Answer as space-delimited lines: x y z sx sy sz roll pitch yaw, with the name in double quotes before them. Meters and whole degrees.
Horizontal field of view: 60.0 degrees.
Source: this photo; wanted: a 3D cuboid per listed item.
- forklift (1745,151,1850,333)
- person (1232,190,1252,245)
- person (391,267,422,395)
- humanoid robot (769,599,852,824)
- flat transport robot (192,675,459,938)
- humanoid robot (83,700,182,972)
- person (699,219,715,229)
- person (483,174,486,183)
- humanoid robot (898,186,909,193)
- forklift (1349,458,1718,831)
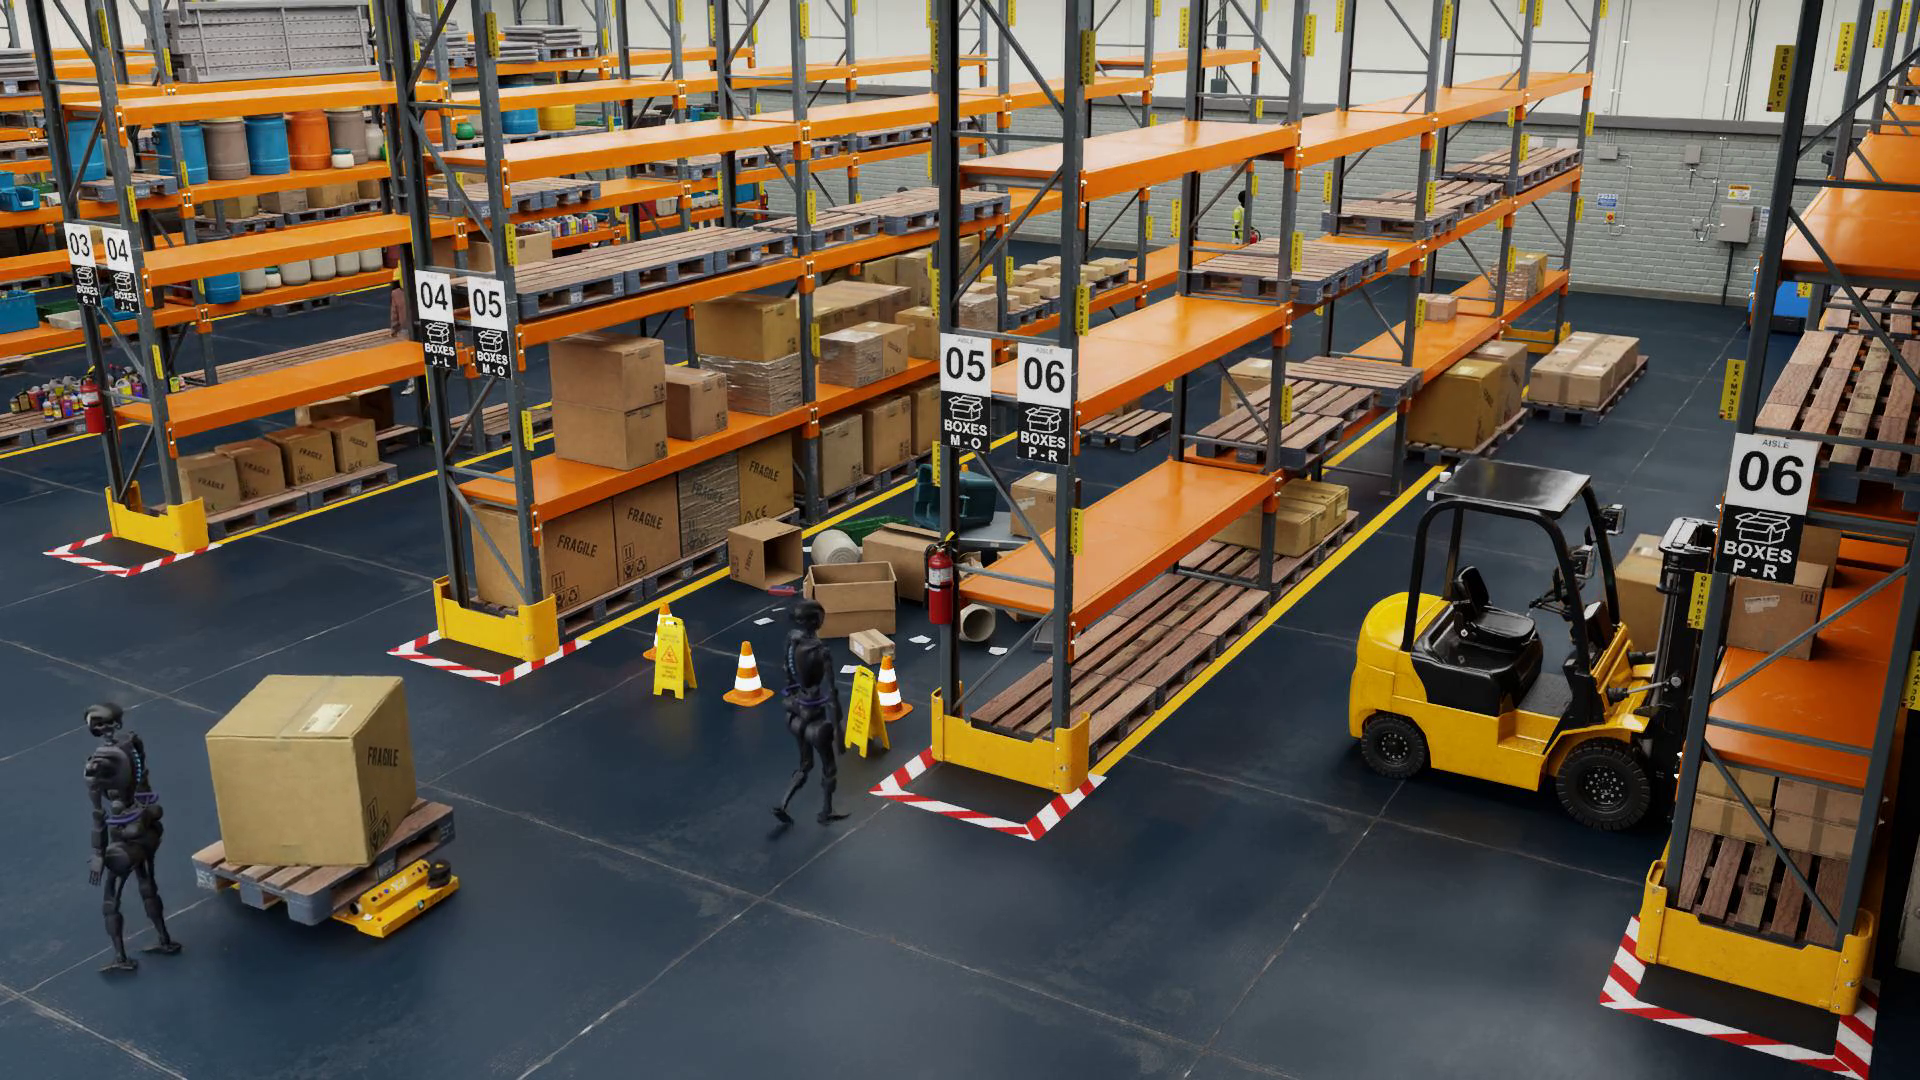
"forklift" 13.620 -4.667 26.137 1.873 2.768 1.129 11 22 29
"person" 5.163 -5.552 30.478 0.316 1.696 0.540 12 22 31
"person" -7.485 -2.913 22.793 0.528 1.737 0.783 9 21 24
"humanoid robot" -1.019 1.169 11.126 0.567 1.648 0.611 -16 25 -38
"flat transport robot" -3.949 2.117 10.493 1.431 0.231 0.659 9 21 25
"humanoid robot" -4.841 1.681 9.591 0.401 1.649 0.608 1 19 3
"person" -5.312 -7.014 34.724 0.490 1.688 0.348 -6 20 -17
"person" -10.320 -7.755 36.711 0.336 1.794 0.507 5 20 13
"humanoid robot" -0.988 -5.823 31.299 0.398 1.630 0.604 11 22 29
"forklift" 3.988 0.658 11.776 2.313 2.155 1.214 11 22 29
